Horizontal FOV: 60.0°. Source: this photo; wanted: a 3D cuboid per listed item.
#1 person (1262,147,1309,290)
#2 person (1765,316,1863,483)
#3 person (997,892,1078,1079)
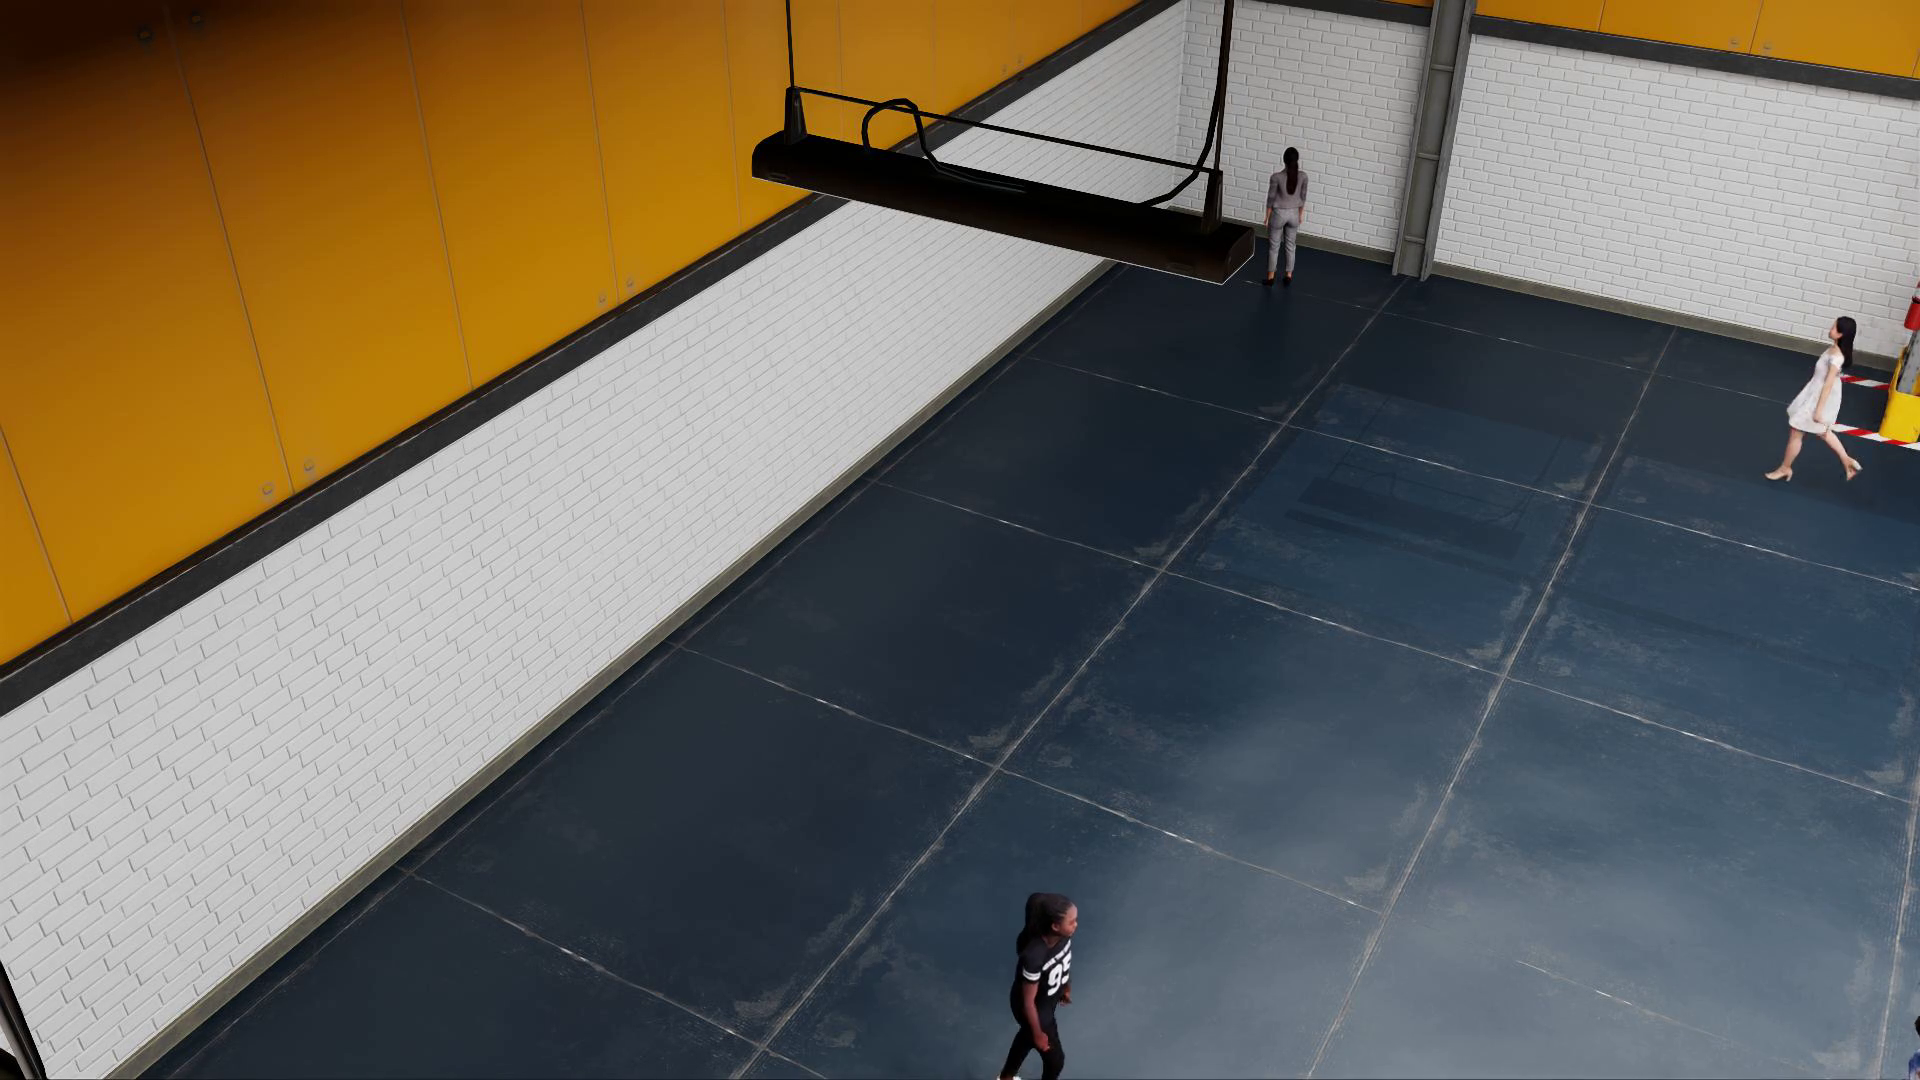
[{"bbox_3d":[3.716,-3.686,19.047,0.715,1.679,0.790,-5,34,-7],"label":"person"},{"bbox_3d":[7.984,-1.225,15.275,1.017,1.756,0.689,21,39,29],"label":"person"},{"bbox_3d":[0.366,2.640,9.501,0.843,1.711,0.638,18,38,25],"label":"person"}]
